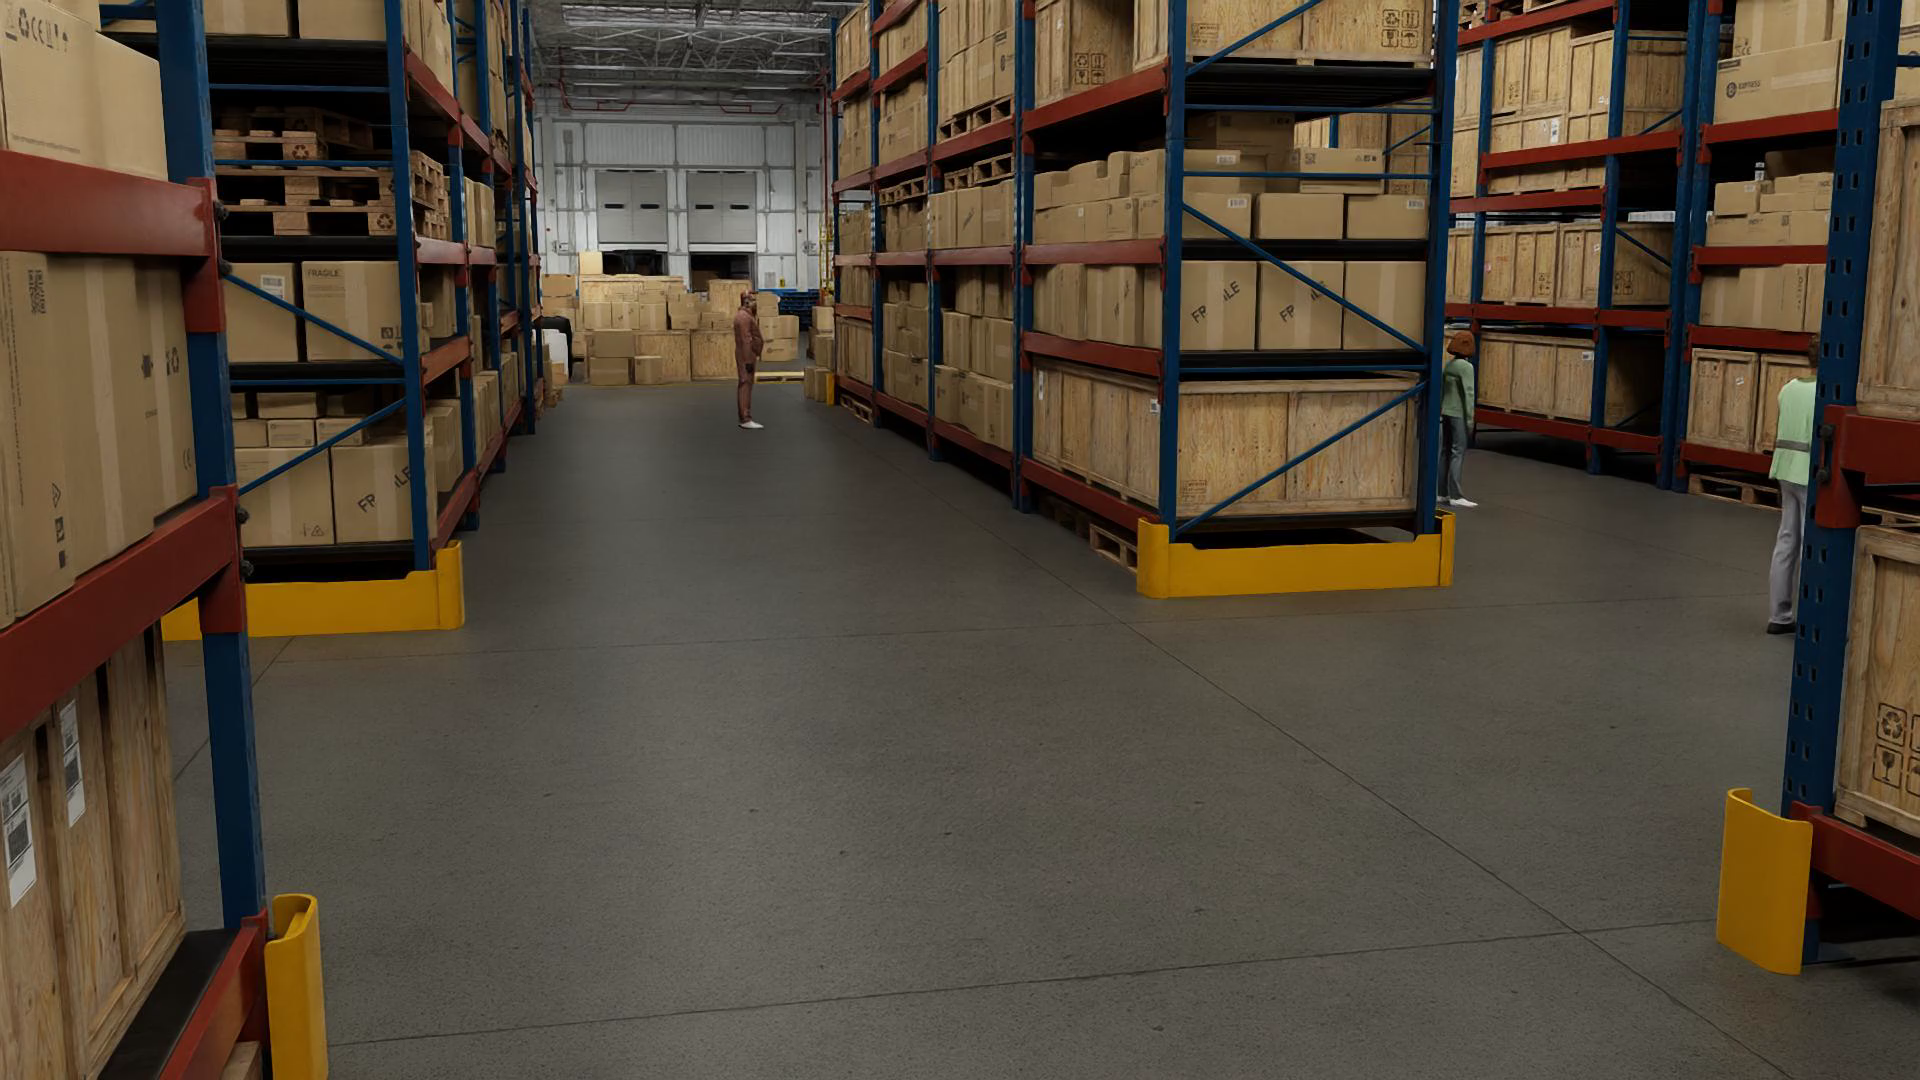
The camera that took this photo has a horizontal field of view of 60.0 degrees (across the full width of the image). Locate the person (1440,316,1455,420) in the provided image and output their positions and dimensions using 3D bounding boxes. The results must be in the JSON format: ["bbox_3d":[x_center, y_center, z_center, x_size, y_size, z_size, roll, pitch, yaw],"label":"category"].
[{"bbox_3d":[6.924,-2.491,23.775,0.314,1.642,0.514,-2,9,-10],"label":"person"}]

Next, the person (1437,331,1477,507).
[{"bbox_3d":[4.637,-1.127,15.480,0.285,1.634,0.499,-2,9,-10],"label":"person"}]

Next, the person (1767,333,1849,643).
[{"bbox_3d":[5.042,-0.315,9.883,0.395,1.847,0.564,-2,9,-10],"label":"person"}]

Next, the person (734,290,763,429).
[{"bbox_3d":[-2.915,-2.494,22.985,0.401,1.910,0.640,-2,9,-10],"label":"person"}]

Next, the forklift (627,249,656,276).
[{"bbox_3d":[-10.814,-8.520,56.754,1.129,2.768,1.873,-7,12,-38],"label":"forklift"}]

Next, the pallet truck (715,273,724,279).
[{"bbox_3d":[-8.580,-8.986,62.280,1.885,1.965,0.823,1,9,5],"label":"pallet truck"}]
